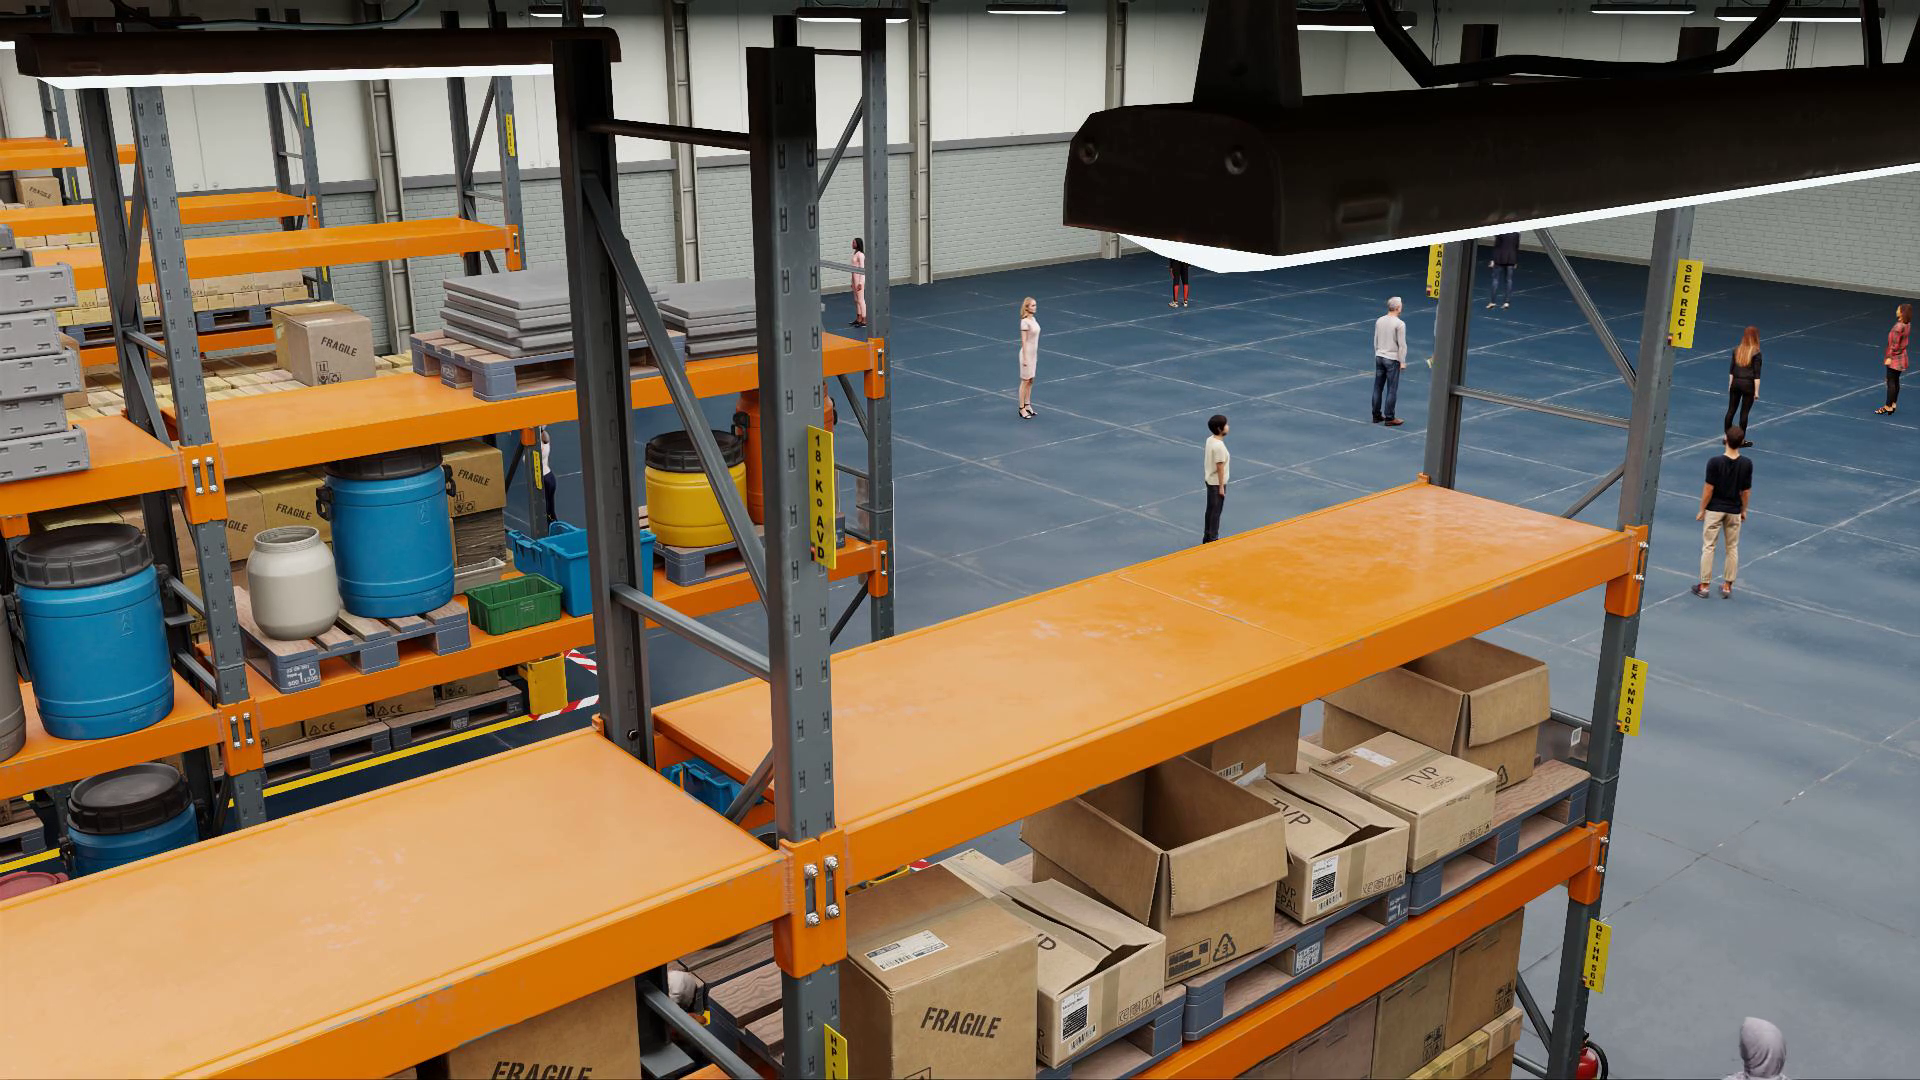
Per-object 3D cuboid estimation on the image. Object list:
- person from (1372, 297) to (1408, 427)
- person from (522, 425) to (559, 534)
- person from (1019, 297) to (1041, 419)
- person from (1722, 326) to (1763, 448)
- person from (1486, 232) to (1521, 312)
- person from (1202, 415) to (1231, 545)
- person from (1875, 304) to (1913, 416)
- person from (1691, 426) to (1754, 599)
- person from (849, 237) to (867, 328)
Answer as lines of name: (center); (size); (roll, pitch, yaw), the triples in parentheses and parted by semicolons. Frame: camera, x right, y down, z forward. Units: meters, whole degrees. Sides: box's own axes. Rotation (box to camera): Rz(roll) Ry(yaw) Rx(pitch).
person: (6.396, -2.674, 24.800); (0.650, 1.911, 0.748); (-12, 21, -32)
person: (-4.685, -0.573, 18.688); (0.744, 1.701, 0.673); (2, 18, 8)
person: (1.030, -2.775, 25.242); (0.696, 1.830, 0.557); (10, 20, 27)
person: (11.114, -2.185, 23.617); (0.553, 1.713, 0.619); (-11, 21, -31)
person: (10.011, -5.148, 30.726); (0.811, 1.780, 0.793); (0, 18, 0)
person: (2.952, -0.666, 19.155); (0.651, 1.588, 0.657); (-3, 18, -8)
person: (14.319, -2.773, 25.437); (0.688, 1.704, 0.513); (17, 24, 41)
person: (8.079, -0.296, 17.580); (0.704, 1.859, 0.755); (2, 18, 7)
person: (-1.969, -5.009, 32.276); (0.644, 1.721, 0.685); (-7, 19, -21)
